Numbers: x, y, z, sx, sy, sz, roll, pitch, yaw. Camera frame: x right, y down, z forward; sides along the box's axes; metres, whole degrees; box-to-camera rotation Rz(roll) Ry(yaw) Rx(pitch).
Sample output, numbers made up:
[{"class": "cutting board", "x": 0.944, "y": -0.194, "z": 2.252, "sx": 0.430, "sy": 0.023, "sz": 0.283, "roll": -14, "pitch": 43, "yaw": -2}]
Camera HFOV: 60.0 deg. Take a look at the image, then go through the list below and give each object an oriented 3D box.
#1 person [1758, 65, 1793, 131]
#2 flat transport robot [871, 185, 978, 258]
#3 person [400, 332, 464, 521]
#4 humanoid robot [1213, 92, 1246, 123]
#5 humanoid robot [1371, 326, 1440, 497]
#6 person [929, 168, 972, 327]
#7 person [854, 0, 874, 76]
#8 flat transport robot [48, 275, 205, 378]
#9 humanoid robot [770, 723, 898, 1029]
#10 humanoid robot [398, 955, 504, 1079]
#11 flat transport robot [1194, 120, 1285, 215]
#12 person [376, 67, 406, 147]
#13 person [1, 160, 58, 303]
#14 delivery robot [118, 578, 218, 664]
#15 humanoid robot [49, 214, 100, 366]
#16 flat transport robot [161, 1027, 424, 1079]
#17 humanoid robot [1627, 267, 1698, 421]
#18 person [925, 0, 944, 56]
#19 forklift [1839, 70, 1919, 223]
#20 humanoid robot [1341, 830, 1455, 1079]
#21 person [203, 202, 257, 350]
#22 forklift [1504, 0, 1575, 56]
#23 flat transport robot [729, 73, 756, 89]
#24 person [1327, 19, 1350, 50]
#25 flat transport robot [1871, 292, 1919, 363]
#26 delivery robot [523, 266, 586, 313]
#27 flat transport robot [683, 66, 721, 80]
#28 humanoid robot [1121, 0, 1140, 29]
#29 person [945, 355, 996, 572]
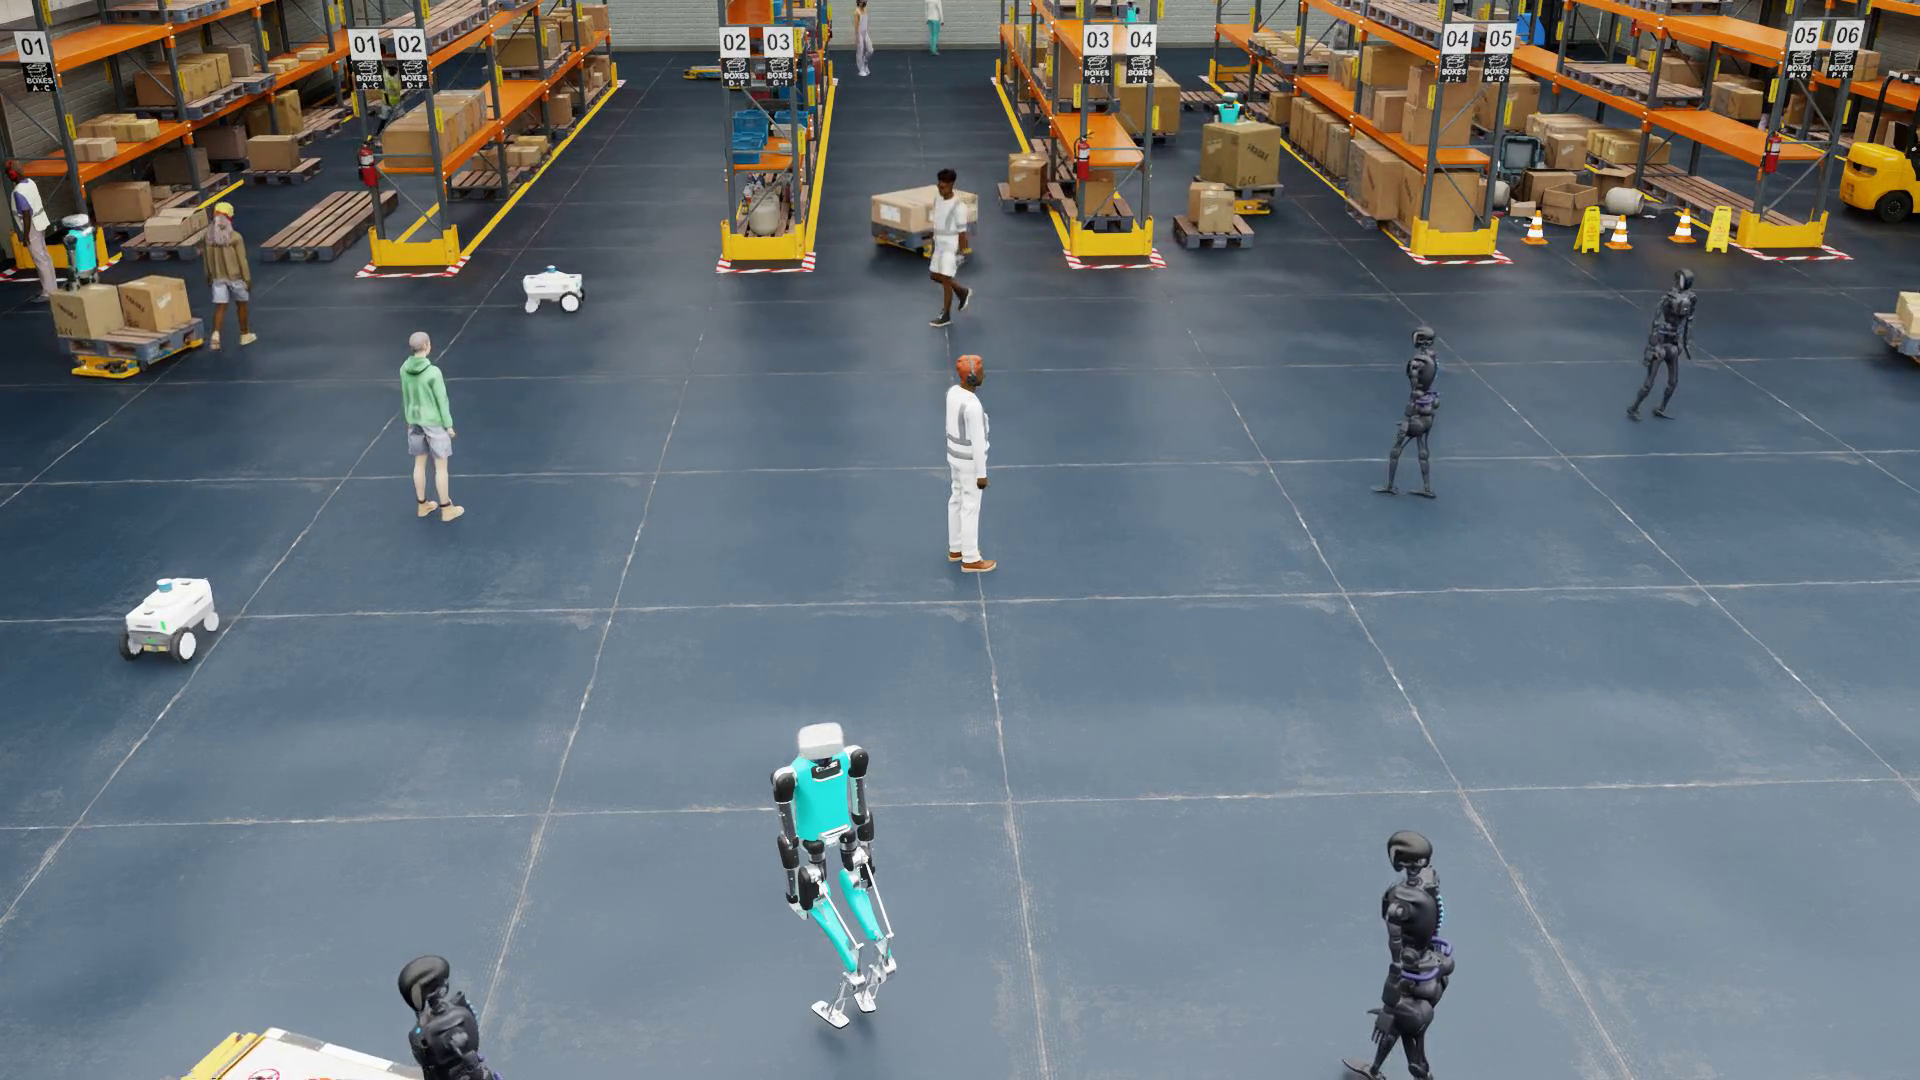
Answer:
[{"class": "person", "x": 14.943, "y": -7.991, "z": 30.491, "sx": 0.402, "sy": 1.850, "sz": 0.525, "roll": -15, "pitch": 28, "yaw": -30}, {"class": "flat transport robot", "x": -0.537, "y": -4.354, "z": 24.256, "sx": 0.659, "sy": 0.231, "sz": 1.431, "roll": -19, "pitch": 30, "yaw": -36}, {"class": "person", "x": -4.789, "y": -1.019, "z": 14.964, "sx": 0.473, "sy": 1.734, "sz": 0.324, "roll": 9, "pitch": 26, "yaw": 20}, {"class": "humanoid robot", "x": 4.275, "y": -6.222, "z": 26.664, "sx": 0.550, "sy": 1.792, "sz": 0.824, "roll": 5, "pitch": 24, "yaw": 11}, {"class": "humanoid robot", "x": 4.210, "y": -1.197, "z": 15.433, "sx": 0.565, "sy": 1.642, "sz": 0.611, "roll": 14, "pitch": 28, "yaw": 28}, {"class": "person", "x": -0.120, "y": -3.638, "z": 20.582, "sx": 0.626, "sy": 1.949, "sz": 0.629, "roll": -15, "pitch": 28, "yaw": -30}, {"class": "person", "x": -2.300, "y": -11.913, "z": 39.293, "sx": 0.401, "sy": 1.849, "sz": 0.534, "roll": 17, "pitch": 29, "yaw": 34}, {"class": "flat transport robot", "x": -9.587, "y": -2.193, "z": 19.400, "sx": 0.659, "sy": 0.231, "sz": 1.431, "roll": 6, "pitch": 25, "yaw": 13}, {"class": "humanoid robot", "x": -0.576, "y": 1.787, "z": 8.491, "sx": 0.533, "sy": 1.675, "sz": 0.735, "roll": -14, "pitch": 28, "yaw": -29}, {"class": "humanoid robot", "x": -2.094, "y": 2.469, "z": 7.192, "sx": 0.411, "sy": 1.639, "sz": 0.602, "roll": -21, "pitch": 31, "yaw": -38}, {"class": "flat transport robot", "x": 4.461, "y": -5.472, "z": 26.767, "sx": 0.659, "sy": 0.231, "sz": 1.431, "roll": -3, "pitch": 24, "yaw": -7}, {"class": "person", "x": -10.653, "y": -8.190, "z": 31.185, "sx": 0.888, "sy": 1.643, "sz": 0.561, "roll": 6, "pitch": 25, "yaw": 12}, {"class": "person", "x": -12.001, "y": -4.001, "z": 21.533, "sx": 0.389, "sy": 1.837, "sz": 0.563, "roll": -6, "pitch": 25, "yaw": -13}, {"class": "delivery robot", "x": -6.071, "y": 0.582, "z": 12.792, "sx": 0.499, "sy": 0.577, "sz": 0.769, "roll": 3, "pitch": 24, "yaw": 6}, {"class": "humanoid robot", "x": -10.187, "y": -2.847, "z": 19.057, "sx": 0.761, "sy": 1.775, "sz": 0.530, "roll": 2, "pitch": 24, "yaw": 5}, {"class": "flat transport robot", "x": -3.238, "y": 2.794, "z": 8.194, "sx": 1.431, "sy": 0.231, "sz": 0.659, "roll": 9, "pitch": 25, "yaw": 18}, {"class": "humanoid robot", "x": 7.356, "y": -2.055, "z": 17.350, "sx": 0.589, "sy": 1.643, "sz": 0.388, "roll": -11, "pitch": 26, "yaw": -24}, {"class": "person", "x": -0.661, "y": -13.293, "z": 42.506, "sx": 0.527, "sy": 1.769, "sz": 0.310, "roll": 19, "pitch": 30, "yaw": 36}, {"class": "forklift", "x": 15.132, "y": -6.143, "z": 25.915, "sx": 2.313, "sy": 2.155, "sz": 1.214, "roll": -1, "pitch": 24, "yaw": -2}, {"class": "humanoid robot", "x": 2.140, "y": 2.113, "z": 8.016, "sx": 0.630, "sy": 1.638, "sz": 0.612, "roll": 16, "pitch": 29, "yaw": 32}, {"class": "person", "x": -8.675, "y": -3.087, "z": 19.623, "sx": 0.576, "sy": 1.729, "sz": 0.720, "roll": 1, "pitch": 24, "yaw": 1}, {"class": "forklift", "x": 14.700, "y": -13.805, "z": 42.301, "sx": 1.873, "sy": 2.768, "sz": 1.129, "roll": -1, "pitch": 24, "yaw": -2}, {"class": "flat transport robot", "x": -4.979, "y": -10.529, "z": 38.130, "sx": 0.659, "sy": 0.231, "sz": 1.431, "roll": 1, "pitch": 24, "yaw": 1}, {"class": "person", "x": 9.462, "y": -12.904, "z": 41.633, "sx": 0.912, "sy": 1.756, "sz": 0.630, "roll": -4, "pitch": 24, "yaw": -9}, {"class": "flat transport robot", "x": 11.431, "y": -2.180, "z": 19.371, "sx": 0.659, "sy": 0.231, "sz": 1.431, "roll": 2, "pitch": 24, "yaw": 4}, {"class": "delivery robot", "x": -5.216, "y": -3.223, "z": 21.353, "sx": 0.785, "sy": 0.587, "sz": 0.499, "roll": -2, "pitch": 24, "yaw": -4}, {"class": "flat transport robot", "x": -5.780, "y": -11.031, "z": 39.258, "sx": 1.431, "sy": 0.231, "sz": 0.659, "roll": -1, "pitch": 24, "yaw": -2}, {"class": "humanoid robot", "x": 4.116, "y": -11.782, "z": 39.127, "sx": 0.530, "sy": 1.726, "sz": 0.979, "roll": -13, "pitch": 27, "yaw": -27}, {"class": "person", "x": 0.076, "y": -0.645, "z": 13.938, "sx": 0.351, "sy": 1.882, "sz": 0.581, "roll": -10, "pitch": 26, "yaw": -22}]
